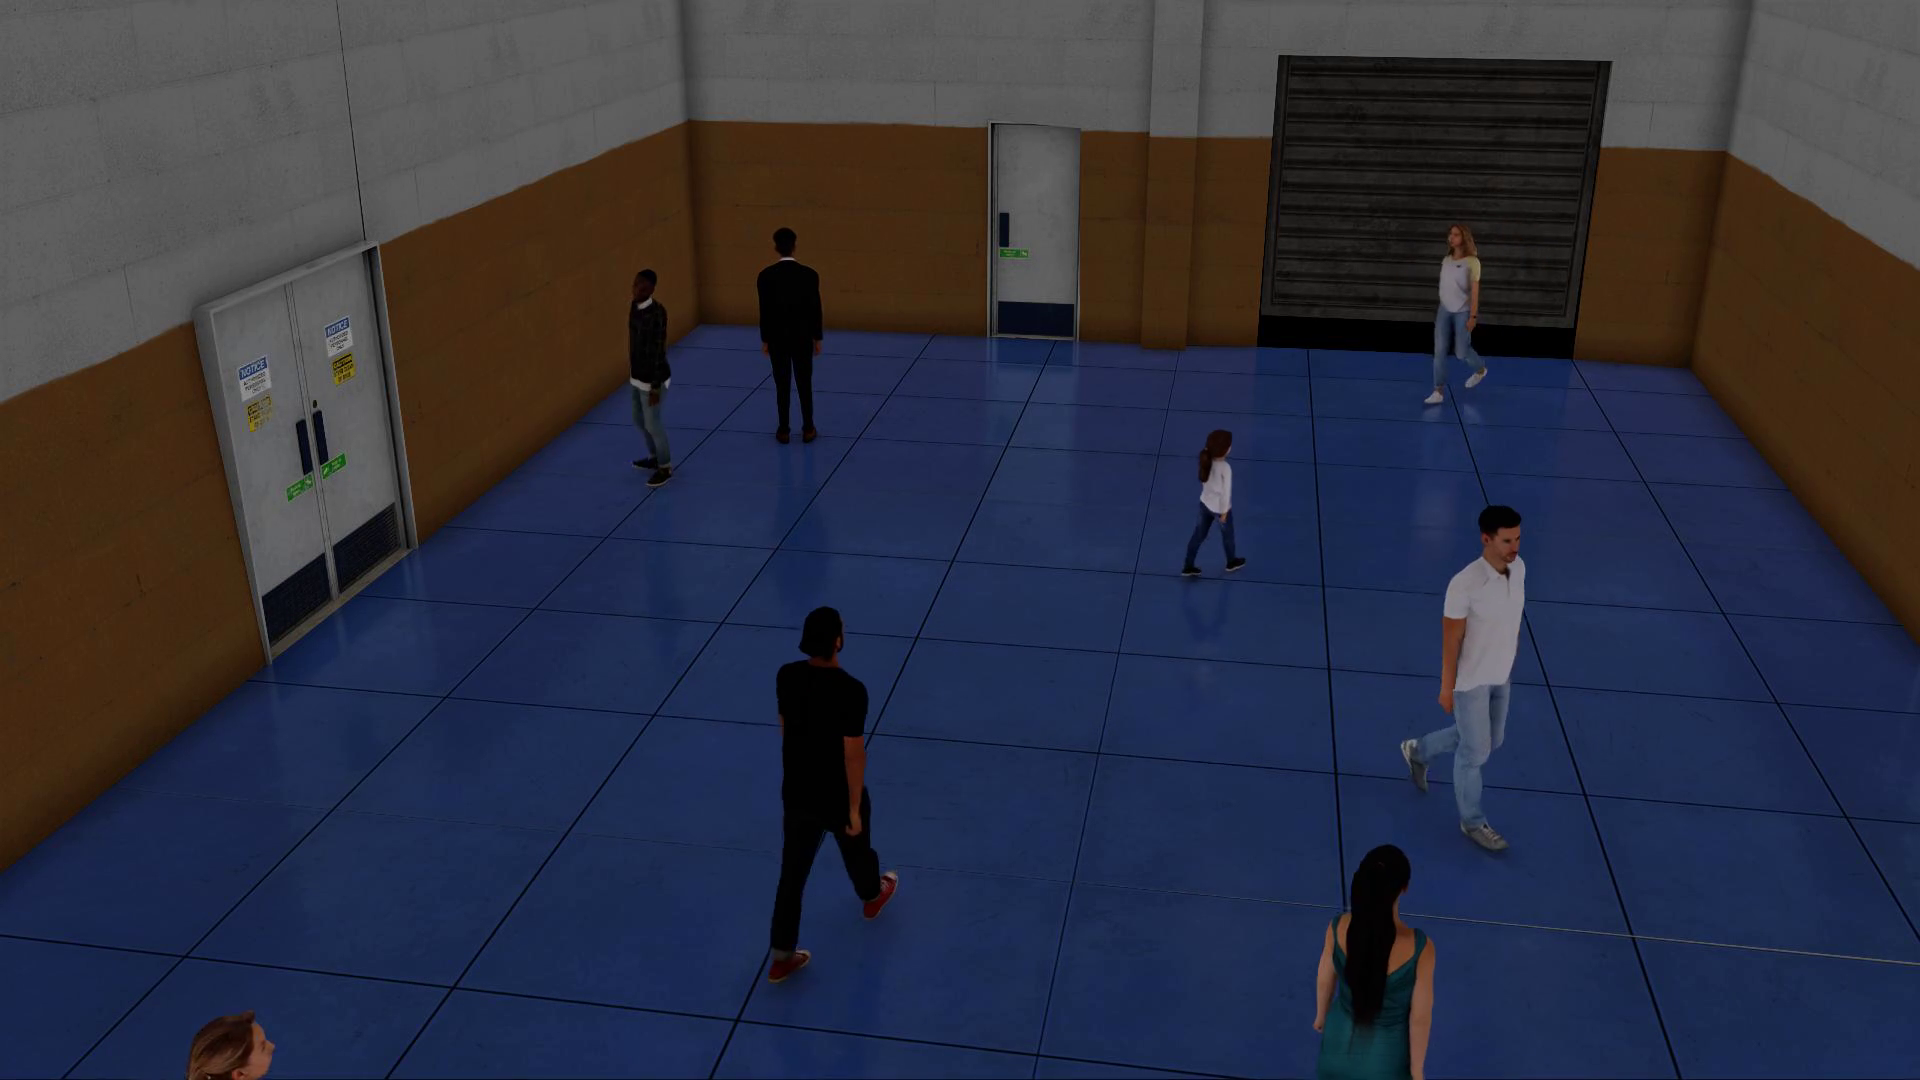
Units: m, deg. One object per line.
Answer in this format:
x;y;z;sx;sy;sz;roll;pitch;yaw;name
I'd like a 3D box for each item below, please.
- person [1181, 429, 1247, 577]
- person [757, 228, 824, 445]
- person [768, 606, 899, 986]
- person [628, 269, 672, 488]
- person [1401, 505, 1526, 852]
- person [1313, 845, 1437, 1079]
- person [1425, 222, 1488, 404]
1.748;-0.239;11.693;0.801;1.085;0.758;-16;27;-34;person
-1.470;-1.764;14.419;0.614;1.882;0.819;-3;22;-7;person
-0.656;1.165;7.358;1.175;1.711;0.918;10;24;24;person
-2.489;-1.305;13.394;0.906;1.795;0.850;-9;24;-21;person
2.572;0.655;8.463;1.056;1.834;1.116;-16;27;-34;person
1.378;1.846;5.742;0.968;1.653;0.802;10;24;23;person
4.682;-2.103;15.486;1.079;1.700;1.018;-12;25;-27;person
